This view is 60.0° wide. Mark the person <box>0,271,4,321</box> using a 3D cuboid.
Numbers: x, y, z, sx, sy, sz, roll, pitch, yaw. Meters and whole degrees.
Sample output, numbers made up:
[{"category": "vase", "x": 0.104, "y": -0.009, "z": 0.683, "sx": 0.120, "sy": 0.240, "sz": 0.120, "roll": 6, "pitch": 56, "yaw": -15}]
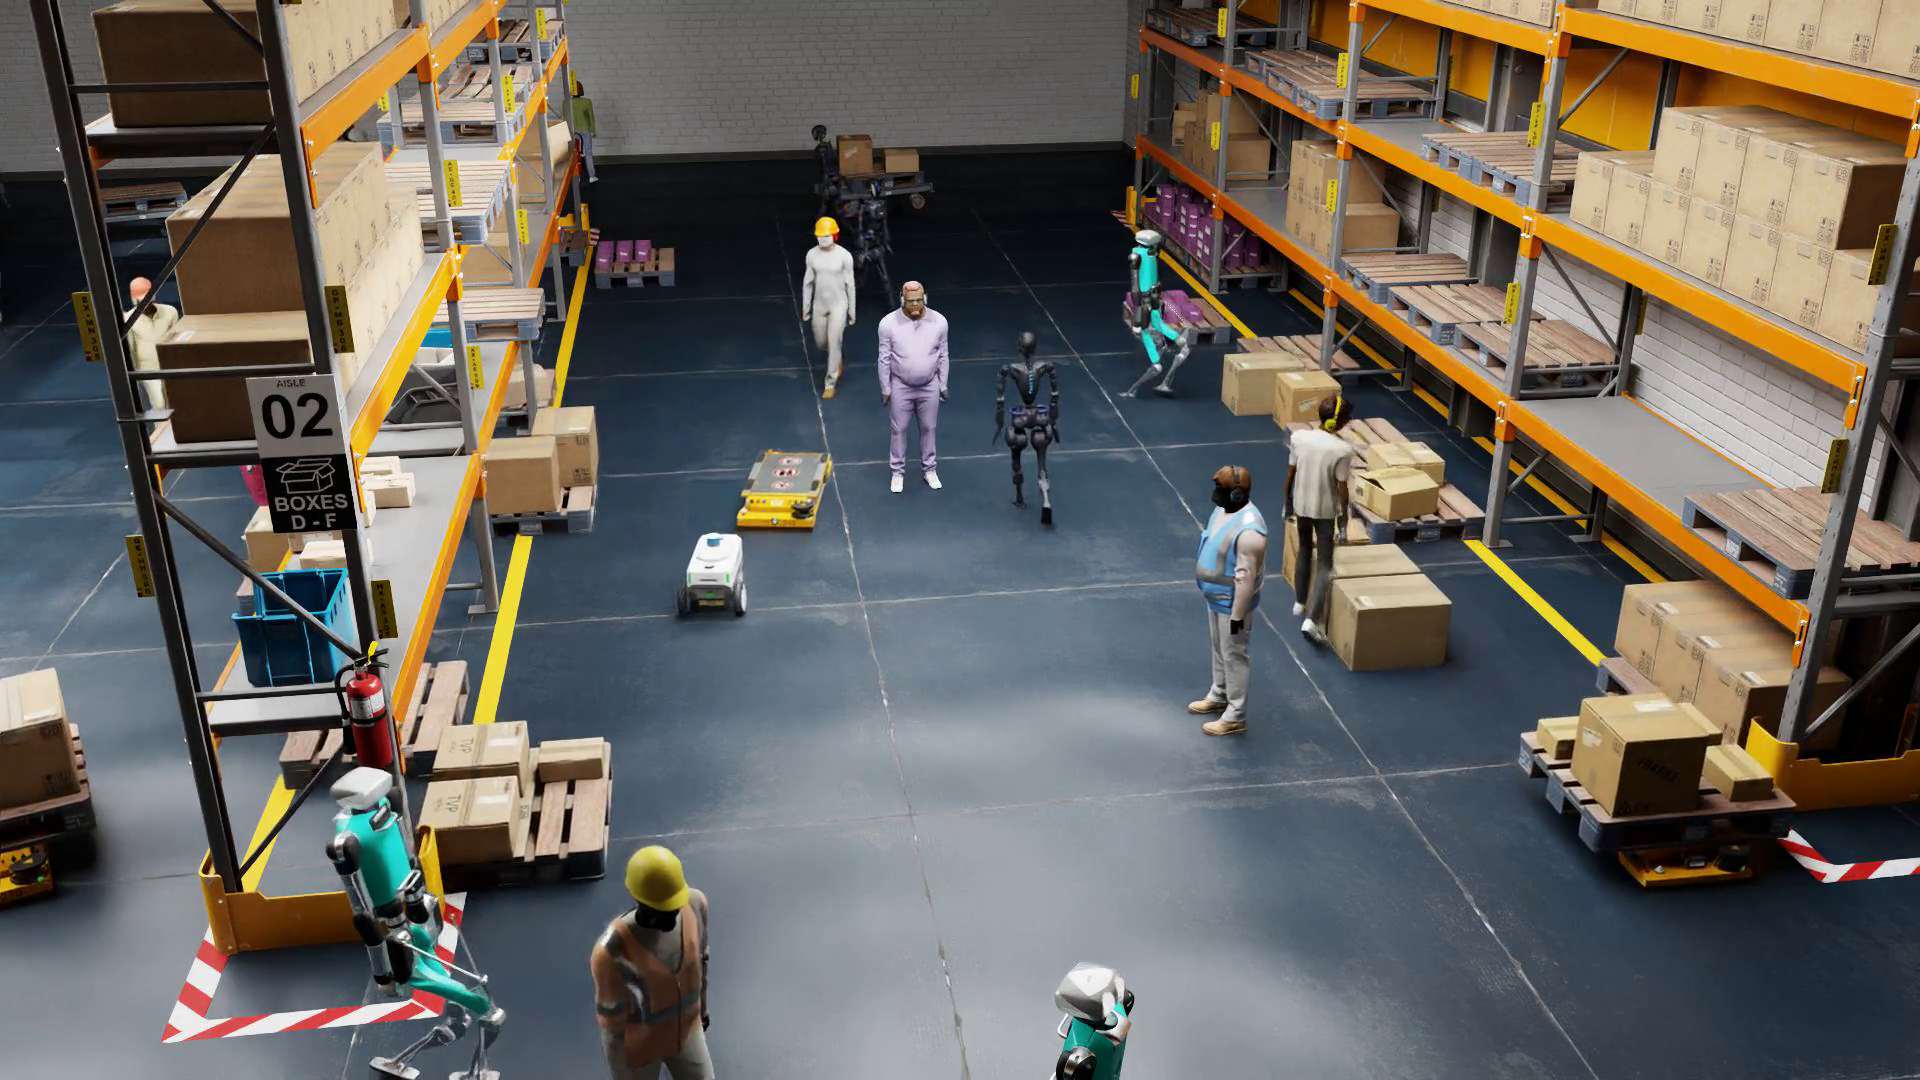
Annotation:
[{"category": "person", "x": -11.603, "y": -3.487, "z": 19.545, "sx": 0.493, "sy": 1.931, "sz": 0.623, "roll": -10, "pitch": 26, "yaw": -22}]

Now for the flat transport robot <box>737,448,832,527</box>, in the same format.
[{"category": "flat transport robot", "x": -1.540, "y": -0.467, "z": 14.742, "sx": 0.659, "sy": 0.231, "sz": 1.431, "roll": 1, "pitch": 24, "yaw": 2}]

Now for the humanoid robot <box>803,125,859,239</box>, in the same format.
[{"category": "humanoid robot", "x": -1.838, "y": -5.047, "z": 23.501, "sx": 0.819, "sy": 1.614, "sz": 0.589, "roll": -2, "pitch": 24, "yaw": -4}]

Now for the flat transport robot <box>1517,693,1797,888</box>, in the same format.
[{"category": "flat transport robot", "x": 4.081, "y": 1.598, "z": 10.038, "sx": 0.659, "sy": 0.231, "sz": 1.431, "roll": -3, "pitch": 24, "yaw": -7}]

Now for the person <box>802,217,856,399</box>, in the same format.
[{"category": "person", "x": -1.343, "y": -2.457, "z": 17.291, "sx": 0.566, "sy": 1.871, "sz": 0.750, "roll": 7, "pitch": 25, "yaw": 15}]

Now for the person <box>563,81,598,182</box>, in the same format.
[{"category": "person", "x": -6.195, "y": -6.662, "z": 27.154, "sx": 0.498, "sy": 1.633, "sz": 0.288, "roll": -1, "pitch": 24, "yaw": -3}]

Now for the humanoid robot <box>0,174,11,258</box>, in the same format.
[{"category": "humanoid robot", "x": -13.296, "y": -4.662, "z": 22.619, "sx": 0.610, "sy": 1.637, "sz": 0.713, "roll": -16, "pitch": 29, "yaw": -33}]

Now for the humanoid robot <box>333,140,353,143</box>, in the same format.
[{"category": "humanoid robot", "x": -7.888, "y": -4.410, "z": 21.924, "sx": 0.537, "sy": 1.796, "sz": 0.766, "roll": 6, "pitch": 25, "yaw": 14}]

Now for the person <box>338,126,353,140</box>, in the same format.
[{"category": "person", "x": -8.265, "y": -4.843, "z": 22.824, "sx": 0.638, "sy": 1.802, "sz": 0.919, "roll": 7, "pitch": 25, "yaw": 16}]

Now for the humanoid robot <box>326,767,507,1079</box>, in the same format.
[{"category": "humanoid robot", "x": -2.395, "y": 1.865, "z": 7.628, "sx": 0.928, "sy": 1.762, "sz": 0.535, "roll": 3, "pitch": 24, "yaw": 6}]

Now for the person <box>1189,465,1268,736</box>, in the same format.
[{"category": "person", "x": 1.750, "y": 0.381, "z": 10.870, "sx": 0.430, "sy": 1.838, "sz": 0.627, "roll": -4, "pitch": 24, "yaw": -8}]

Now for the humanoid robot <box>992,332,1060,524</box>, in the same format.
[{"category": "humanoid robot", "x": 0.584, "y": -0.964, "z": 14.167, "sx": 0.597, "sy": 1.632, "sz": 0.737, "roll": -5, "pitch": 24, "yaw": -12}]

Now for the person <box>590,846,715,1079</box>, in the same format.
[{"category": "person", "x": -1.168, "y": 2.100, "z": 6.877, "sx": 0.858, "sy": 1.891, "sz": 0.603, "roll": 20, "pitch": 31, "yaw": 39}]

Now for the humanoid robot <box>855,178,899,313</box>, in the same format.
[{"category": "humanoid robot", "x": -1.016, "y": -3.508, "z": 19.949, "sx": 0.742, "sy": 1.629, "sz": 0.585, "roll": 15, "pitch": 28, "yaw": 31}]

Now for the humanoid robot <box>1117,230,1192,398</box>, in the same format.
[{"category": "humanoid robot", "x": 2.043, "y": -2.251, "z": 16.996, "sx": 0.871, "sy": 1.790, "sz": 0.544, "roll": 15, "pitch": 28, "yaw": 30}]

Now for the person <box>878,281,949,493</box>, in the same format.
[{"category": "person", "x": -0.401, "y": -1.355, "z": 14.730, "sx": 0.640, "sy": 1.908, "sz": 0.411, "roll": -5, "pitch": 24, "yaw": -12}]

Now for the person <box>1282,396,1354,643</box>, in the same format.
[{"category": "person", "x": 2.578, "y": -0.186, "z": 12.167, "sx": 0.585, "sy": 1.836, "sz": 0.778, "roll": 16, "pitch": 29, "yaw": 33}]

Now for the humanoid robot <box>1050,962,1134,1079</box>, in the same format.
[{"category": "humanoid robot", "x": 0.271, "y": 2.312, "z": 6.418, "sx": 0.735, "sy": 1.677, "sz": 0.533, "roll": 11, "pitch": 26, "yaw": 23}]

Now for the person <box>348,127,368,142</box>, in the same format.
[{"category": "person", "x": -7.909, "y": -4.653, "z": 22.351, "sx": 0.557, "sy": 1.823, "sz": 0.773, "roll": 16, "pitch": 29, "yaw": 33}]

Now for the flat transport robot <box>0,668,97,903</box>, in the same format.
[{"category": "flat transport robot", "x": -5.747, "y": 1.719, "z": 9.762, "sx": 0.659, "sy": 0.231, "sz": 1.431, "roll": -13, "pitch": 27, "yaw": -27}]

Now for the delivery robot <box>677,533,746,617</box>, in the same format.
[{"category": "delivery robot", "x": -1.880, "y": 0.259, "z": 12.755, "sx": 0.499, "sy": 0.614, "sz": 0.803, "roll": 0, "pitch": 24, "yaw": 0}]

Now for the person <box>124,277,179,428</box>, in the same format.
[{"category": "person", "x": -7.465, "y": -1.607, "z": 15.501, "sx": 0.593, "sy": 1.735, "sz": 0.397, "roll": -21, "pitch": 31, "yaw": -39}]

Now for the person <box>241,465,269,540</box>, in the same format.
[{"category": "person", "x": -5.826, "y": -0.703, "z": 13.577, "sx": 0.275, "sy": 1.632, "sz": 0.501, "roll": -14, "pitch": 27, "yaw": -28}]
